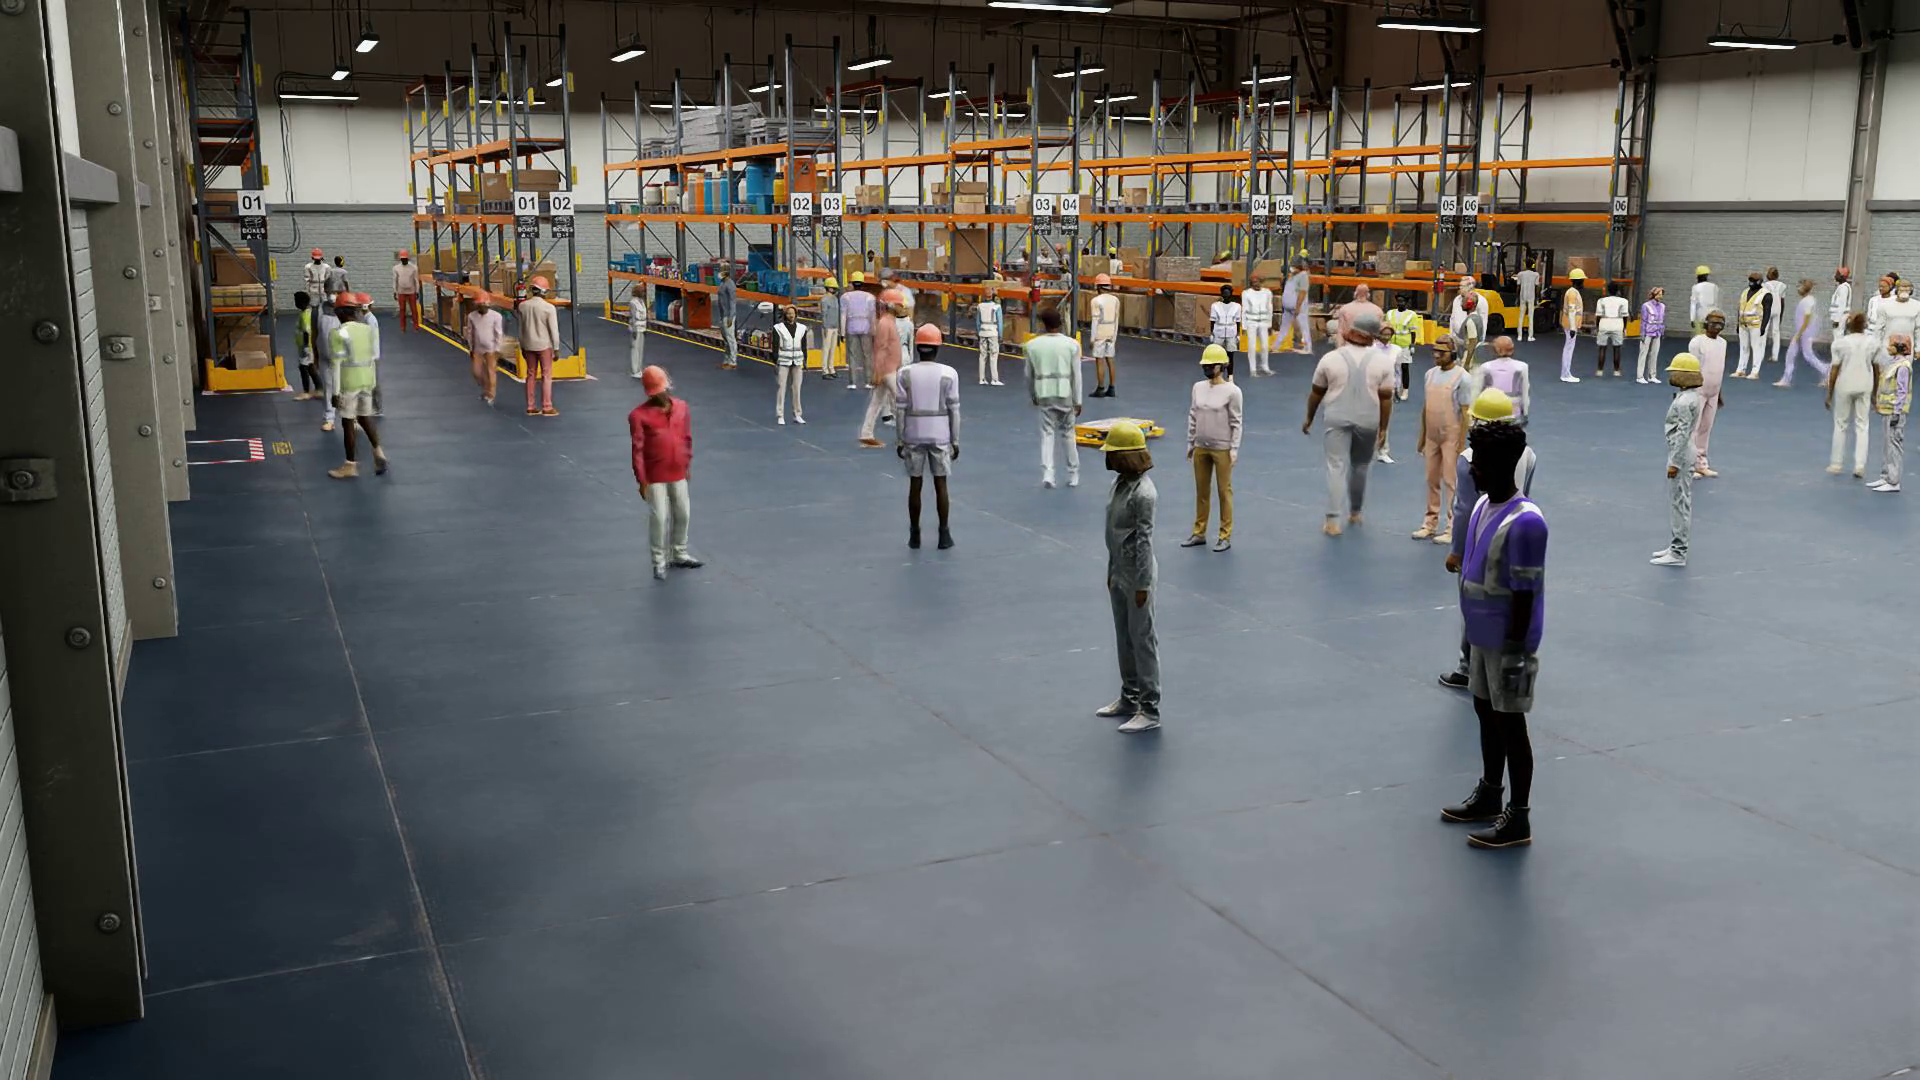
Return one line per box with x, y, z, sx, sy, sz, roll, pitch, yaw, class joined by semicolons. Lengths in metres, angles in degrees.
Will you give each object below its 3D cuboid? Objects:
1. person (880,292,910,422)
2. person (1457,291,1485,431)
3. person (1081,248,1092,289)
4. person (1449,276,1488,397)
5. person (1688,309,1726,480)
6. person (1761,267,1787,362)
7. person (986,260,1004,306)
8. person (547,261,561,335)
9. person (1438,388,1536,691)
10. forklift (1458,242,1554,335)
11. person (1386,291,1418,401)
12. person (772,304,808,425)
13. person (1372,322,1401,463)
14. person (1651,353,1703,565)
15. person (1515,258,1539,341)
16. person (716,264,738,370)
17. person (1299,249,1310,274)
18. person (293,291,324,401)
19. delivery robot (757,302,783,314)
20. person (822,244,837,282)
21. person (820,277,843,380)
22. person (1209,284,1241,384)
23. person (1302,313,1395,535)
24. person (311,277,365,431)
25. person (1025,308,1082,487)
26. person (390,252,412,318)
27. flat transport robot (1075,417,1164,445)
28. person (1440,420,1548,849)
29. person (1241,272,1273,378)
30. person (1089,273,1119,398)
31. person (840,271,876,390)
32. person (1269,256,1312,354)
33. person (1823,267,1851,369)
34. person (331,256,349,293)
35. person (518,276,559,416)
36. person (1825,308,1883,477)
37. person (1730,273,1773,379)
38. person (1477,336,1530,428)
-0.865;-2.504;22.878;0.445;1.808;0.598;8;14;36;person
6.757;-2.363;22.036;0.374;1.843;0.574;4;12;20;person
3.578;-7.263;46.796;0.396;1.910;0.585;-4;12;-20;person
7.806;-3.111;25.693;0.401;1.904;0.649;-7;13;-33;person
8.102;-1.580;18.070;0.507;1.842;0.351;-5;12;-25;person
15.740;-4.376;32.306;0.502;1.837;0.349;1;11;3;person
0.828;-5.809;39.785;0.564;1.751;0.330;8;14;36;person
-9.678;-5.713;39.321;0.483;1.745;0.305;5;12;23;person
3.168;0.000;10.052;0.590;1.837;0.403;-7;13;-31;person
13.047;-6.049;39.881;2.313;2.155;1.214;-5;12;-23;forklift
6.782;-2.991;25.631;0.537;1.691;0.319;10;15;40;person
-2.322;-2.396;22.726;0.513;1.642;0.311;-6;12;-26;person
4.833;-1.691;19.146;0.512;1.640;0.311;-3;11;-13;person
5.893;-0.664;13.664;0.297;1.744;0.487;6;12;27;person
12.811;-5.429;37.562;0.534;1.868;0.309;7;13;30;person
-4.292;-4.092;30.588;0.358;1.937;0.636;-5;12;-23;person
9.821;-7.396;47.643;0.403;1.834;0.589;-2;11;-12;person
-10.058;-2.976;25.558;0.460;1.690;0.544;-4;12;-18;person
-5.230;-6.418;45.698;0.707;0.478;0.477;-1;11;-7;delivery robot
-3.856;-7.856;49.449;0.609;2.044;0.394;8;14;36;person
-2.240;-3.674;28.904;0.309;1.769;0.523;5;12;22;person
4.417;-3.407;27.719;0.531;1.698;0.320;1;11;4;person
3.520;-1.099;15.115;0.779;2.000;1.015;2;11;11;person
-8.248;-2.463;22.048;0.688;2.000;0.539;-2;11;-9;person
0.982;-1.492;17.512;0.609;1.888;0.640;1;11;7;person
-15.352;-6.975;45.541;0.780;1.821;0.565;-3;11;-14;person
1.958;-1.388;21.095;0.652;0.197;1.431;8;14;35;flat transport robot
2.456;0.423;7.612;0.385;1.957;0.601;-1;11;-4;person
5.182;-3.762;29.114;0.606;1.854;0.441;-1;11;-8;person
2.227;-3.196;26.037;0.551;1.934;0.373;-9;14;-37;person
-1.670;-3.423;27.216;0.593;1.925;0.384;-2;11;-11;person
6.756;-4.795;33.900;1.002;2.000;0.715;-3;12;-15;person
16.239;-4.093;30.736;0.355;1.882;0.576;6;13;27;person
-14.817;-5.855;39.754;0.515;1.866;0.339;3;11;13;person
-5.967;-2.743;23.623;0.630;1.981;0.406;3;12;17;person
9.791;-1.612;18.240;0.513;1.849;0.337;3;12;15;person
13.787;-3.726;28.973;0.429;1.845;0.621;-5;12;-22;person
5.589;-1.293;17.139;0.528;1.623;0.398;5;12;24;person
